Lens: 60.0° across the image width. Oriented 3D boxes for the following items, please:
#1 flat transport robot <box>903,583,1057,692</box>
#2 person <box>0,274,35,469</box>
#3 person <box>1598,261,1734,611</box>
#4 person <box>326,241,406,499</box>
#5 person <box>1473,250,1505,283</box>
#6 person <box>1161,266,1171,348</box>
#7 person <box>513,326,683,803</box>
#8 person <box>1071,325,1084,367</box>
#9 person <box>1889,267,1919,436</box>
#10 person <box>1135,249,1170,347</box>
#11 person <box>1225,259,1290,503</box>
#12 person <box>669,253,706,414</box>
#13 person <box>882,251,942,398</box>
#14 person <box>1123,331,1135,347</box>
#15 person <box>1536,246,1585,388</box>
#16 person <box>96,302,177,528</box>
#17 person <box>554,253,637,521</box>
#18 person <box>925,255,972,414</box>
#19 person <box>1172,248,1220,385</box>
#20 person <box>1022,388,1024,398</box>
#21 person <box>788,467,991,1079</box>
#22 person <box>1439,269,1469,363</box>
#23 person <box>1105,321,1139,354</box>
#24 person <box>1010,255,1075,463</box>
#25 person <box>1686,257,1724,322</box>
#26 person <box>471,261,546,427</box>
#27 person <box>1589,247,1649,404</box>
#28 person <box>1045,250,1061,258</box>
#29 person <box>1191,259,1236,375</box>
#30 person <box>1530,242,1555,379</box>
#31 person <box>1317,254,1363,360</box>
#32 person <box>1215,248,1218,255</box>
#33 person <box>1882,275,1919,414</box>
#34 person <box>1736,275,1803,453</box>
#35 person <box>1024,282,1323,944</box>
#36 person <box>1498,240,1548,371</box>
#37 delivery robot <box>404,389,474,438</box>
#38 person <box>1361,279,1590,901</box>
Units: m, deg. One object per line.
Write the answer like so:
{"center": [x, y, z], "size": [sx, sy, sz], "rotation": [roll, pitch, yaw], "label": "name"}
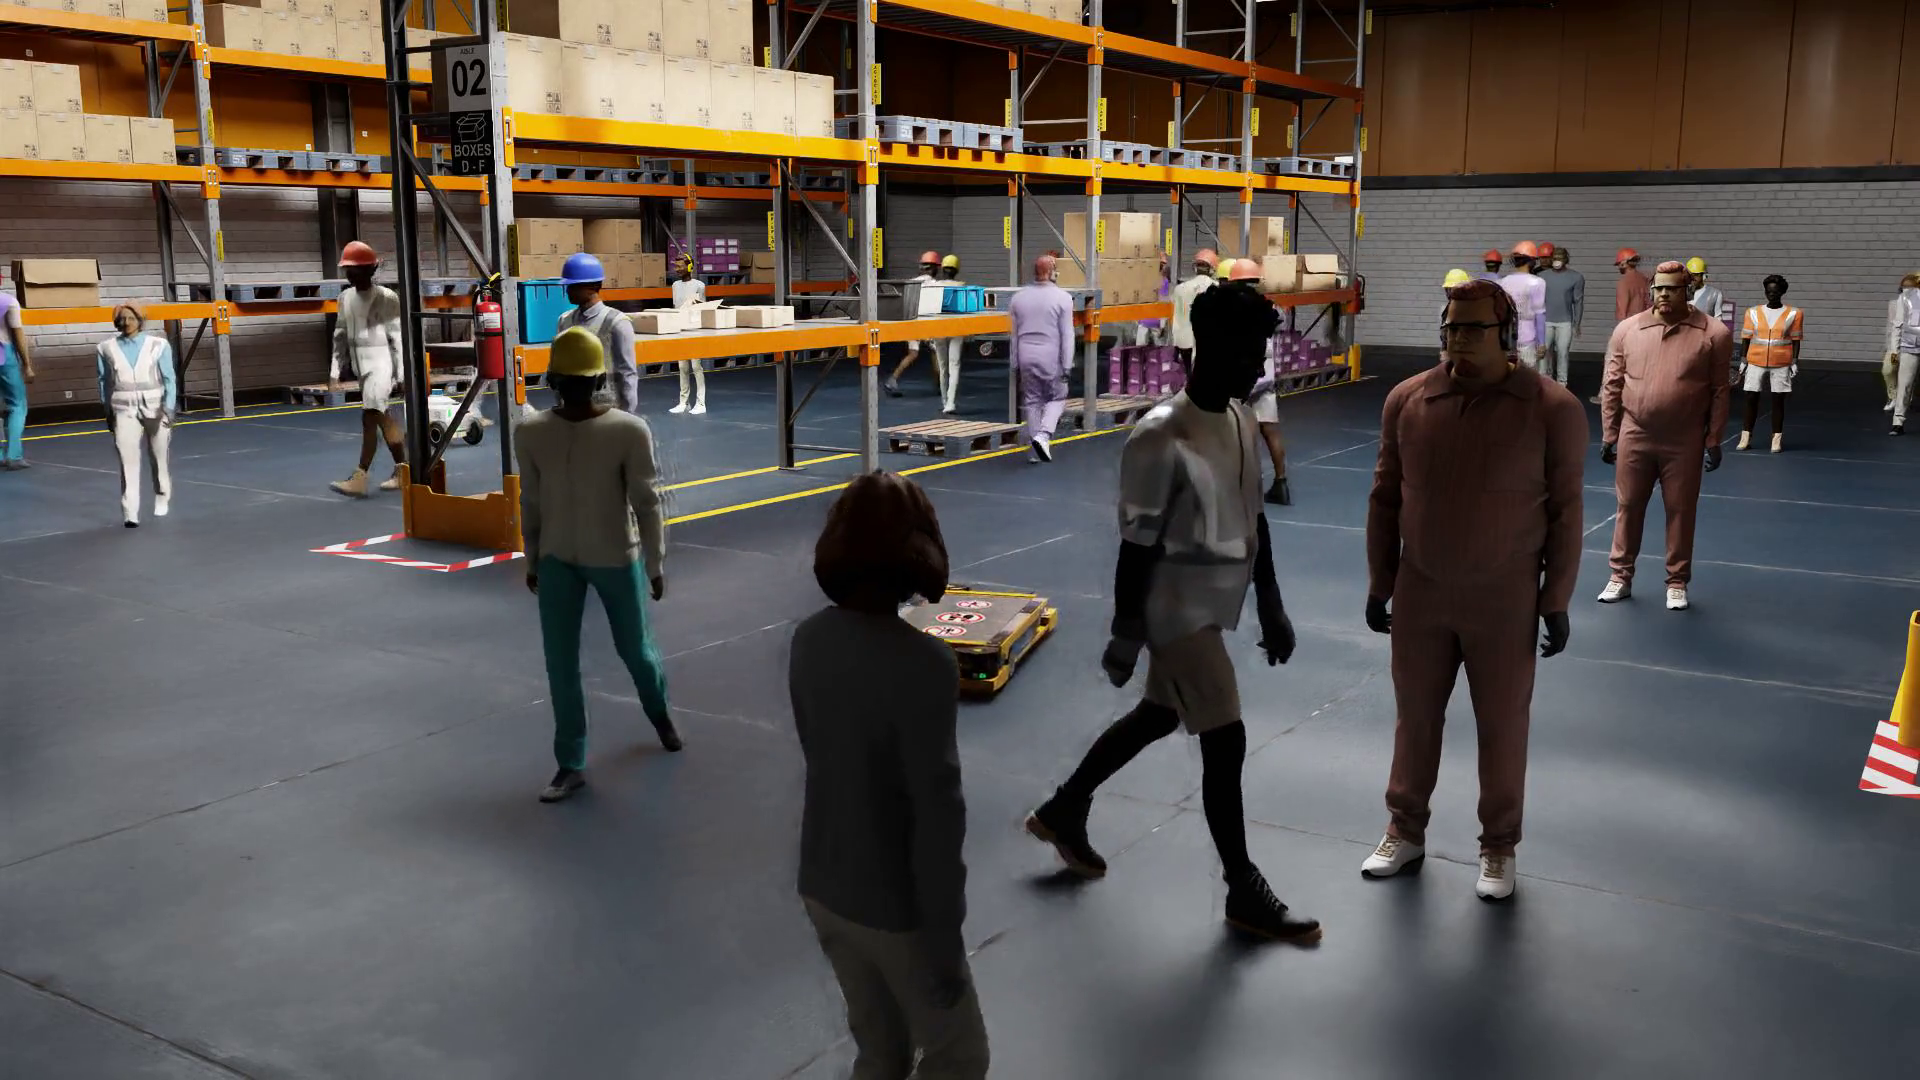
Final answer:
{"center": [0.013, 0.449, 8.046], "size": [0.652, 0.197, 1.431], "rotation": [3, 11, 14], "label": "flat transport robot"}
{"center": [-8.481, -1.523, 14.625], "size": [0.600, 1.838, 0.405], "rotation": [1, 10, 7], "label": "person"}
{"center": [3.855, -0.567, 9.147], "size": [0.652, 1.906, 0.402], "rotation": [6, 12, 32], "label": "person"}
{"center": [-4.731, -1.335, 13.129], "size": [0.623, 1.995, 1.009], "rotation": [7, 12, 32], "label": "person"}
{"center": [7.143, -2.930, 22.298], "size": [0.564, 1.880, 0.985], "rotation": [10, 14, 43], "label": "person"}
{"center": [3.295, -3.396, 25.633], "size": [0.630, 1.616, 0.509], "rotation": [-4, 11, -23], "label": "person"}
{"center": [-1.346, 0.050, 6.236], "size": [0.555, 1.727, 0.762], "rotation": [1, 10, 6], "label": "person"}
{"center": [1.889, -3.632, 26.361], "size": [0.600, 1.833, 0.507], "rotation": [-9, 14, -42], "label": "person"}
{"center": [9.904, -1.964, 17.098], "size": [0.601, 1.827, 0.403], "rotation": [6, 12, 32], "label": "person"}
{"center": [2.537, -2.942, 22.319], "size": [0.539, 1.908, 0.815], "rotation": [6, 12, 32], "label": "person"}
{"center": [2.251, -1.233, 12.930], "size": [0.540, 1.884, 0.978], "rotation": [-6, 12, -30], "label": "person"}
{"center": [-3.175, -2.402, 19.420], "size": [0.535, 1.868, 0.309], "rotation": [6, 12, 32], "label": "person"}
{"center": [-0.526, -2.767, 21.416], "size": [0.941, 1.891, 0.592], "rotation": [-7, 12, -34], "label": "person"}
{"center": [2.928, -4.383, 30.551], "size": [0.437, 1.817, 0.644], "rotation": [-4, 11, -21], "label": "person"}
{"center": [7.600, -2.763, 21.222], "size": [0.635, 1.937, 0.352], "rotation": [5, 11, 26], "label": "person"}
{"center": [-5.872, -0.908, 11.911], "size": [0.515, 1.587, 0.898], "rotation": [-4, 11, -20], "label": "person"}
{"center": [-2.254, -0.768, 10.174], "size": [0.622, 1.941, 0.422], "rotation": [6, 12, 31], "label": "person"}
{"center": [-0.131, -2.409, 19.560], "size": [0.588, 1.849, 1.031], "rotation": [0, 10, -2], "label": "person"}
{"center": [2.467, -2.038, 17.221], "size": [0.627, 1.949, 0.821], "rotation": [5, 11, 25], "label": "person"}
{"center": [1.012, -2.630, 21.313], "size": [0.531, 1.648, 0.860], "rotation": [9, 13, 40], "label": "person"}
{"center": [-0.156, 0.673, 3.073], "size": [0.396, 1.609, 0.545], "rotation": [-8, 13, -37], "label": "person"}
{"center": [4.611, -1.641, 15.525], "size": [0.612, 1.745, 0.537], "rotation": [-6, 12, -31], "label": "person"}
{"center": [2.938, -4.222, 29.357], "size": [0.673, 1.927, 0.641], "rotation": [2, 11, 13], "label": "person"}
{"center": [0.739, -1.610, 14.988], "size": [0.643, 1.891, 0.477], "rotation": [6, 12, 29], "label": "person"}
{"center": [8.113, -2.210, 18.454], "size": [0.601, 1.830, 0.403], "rotation": [6, 12, 32], "label": "person"}
{"center": [-4.963, -2.122, 18.031], "size": [0.923, 1.805, 0.657], "rotation": [-1, 10, -4], "label": "person"}
{"center": [8.269, -2.598, 20.337], "size": [0.603, 1.941, 0.898], "rotation": [-7, 12, -33], "label": "person"}
{"center": [1.242, -3.058, 23.004], "size": [0.337, 1.882, 0.585], "rotation": [5, 11, 27], "label": "person"}
{"center": [2.171, -1.345, 13.561], "size": [1.010, 1.876, 0.591], "rotation": [-10, 14, -44], "label": "person"}
{"center": [7.868, -3.013, 22.458], "size": [0.623, 1.989, 0.400], "rotation": [4, 11, 22], "label": "person"}
{"center": [5.747, -3.439, 25.313], "size": [0.750, 1.819, 0.650], "rotation": [2, 10, 13], "label": "person"}
{"center": [3.835, -3.380, 24.724], "size": [0.681, 1.907, 0.746], "rotation": [8, 13, 37], "label": "person"}
{"center": [10.985, -2.261, 19.328], "size": [0.338, 1.624, 0.505], "rotation": [-9, 13, -40], "label": "person"}
{"center": [7.732, -1.680, 15.891], "size": [0.540, 1.695, 0.317], "rotation": [6, 12, 32], "label": "person"}
{"center": [0.616, 0.189, 4.978], "size": [0.988, 1.921, 0.624], "rotation": [6, 12, 31], "label": "person"}
{"center": [5.752, -2.095, 17.291], "size": [0.691, 2.022, 0.621], "rotation": [-5, 12, -27], "label": "person"}
{"center": [-5.143, -1.247, 16.396], "size": [0.707, 0.478, 0.477], "rotation": [6, 12, 32], "label": "delivery robot"}
{"center": [1.559, 0.156, 5.138], "size": [0.652, 1.906, 0.402], "rotation": [6, 12, 32], "label": "person"}
